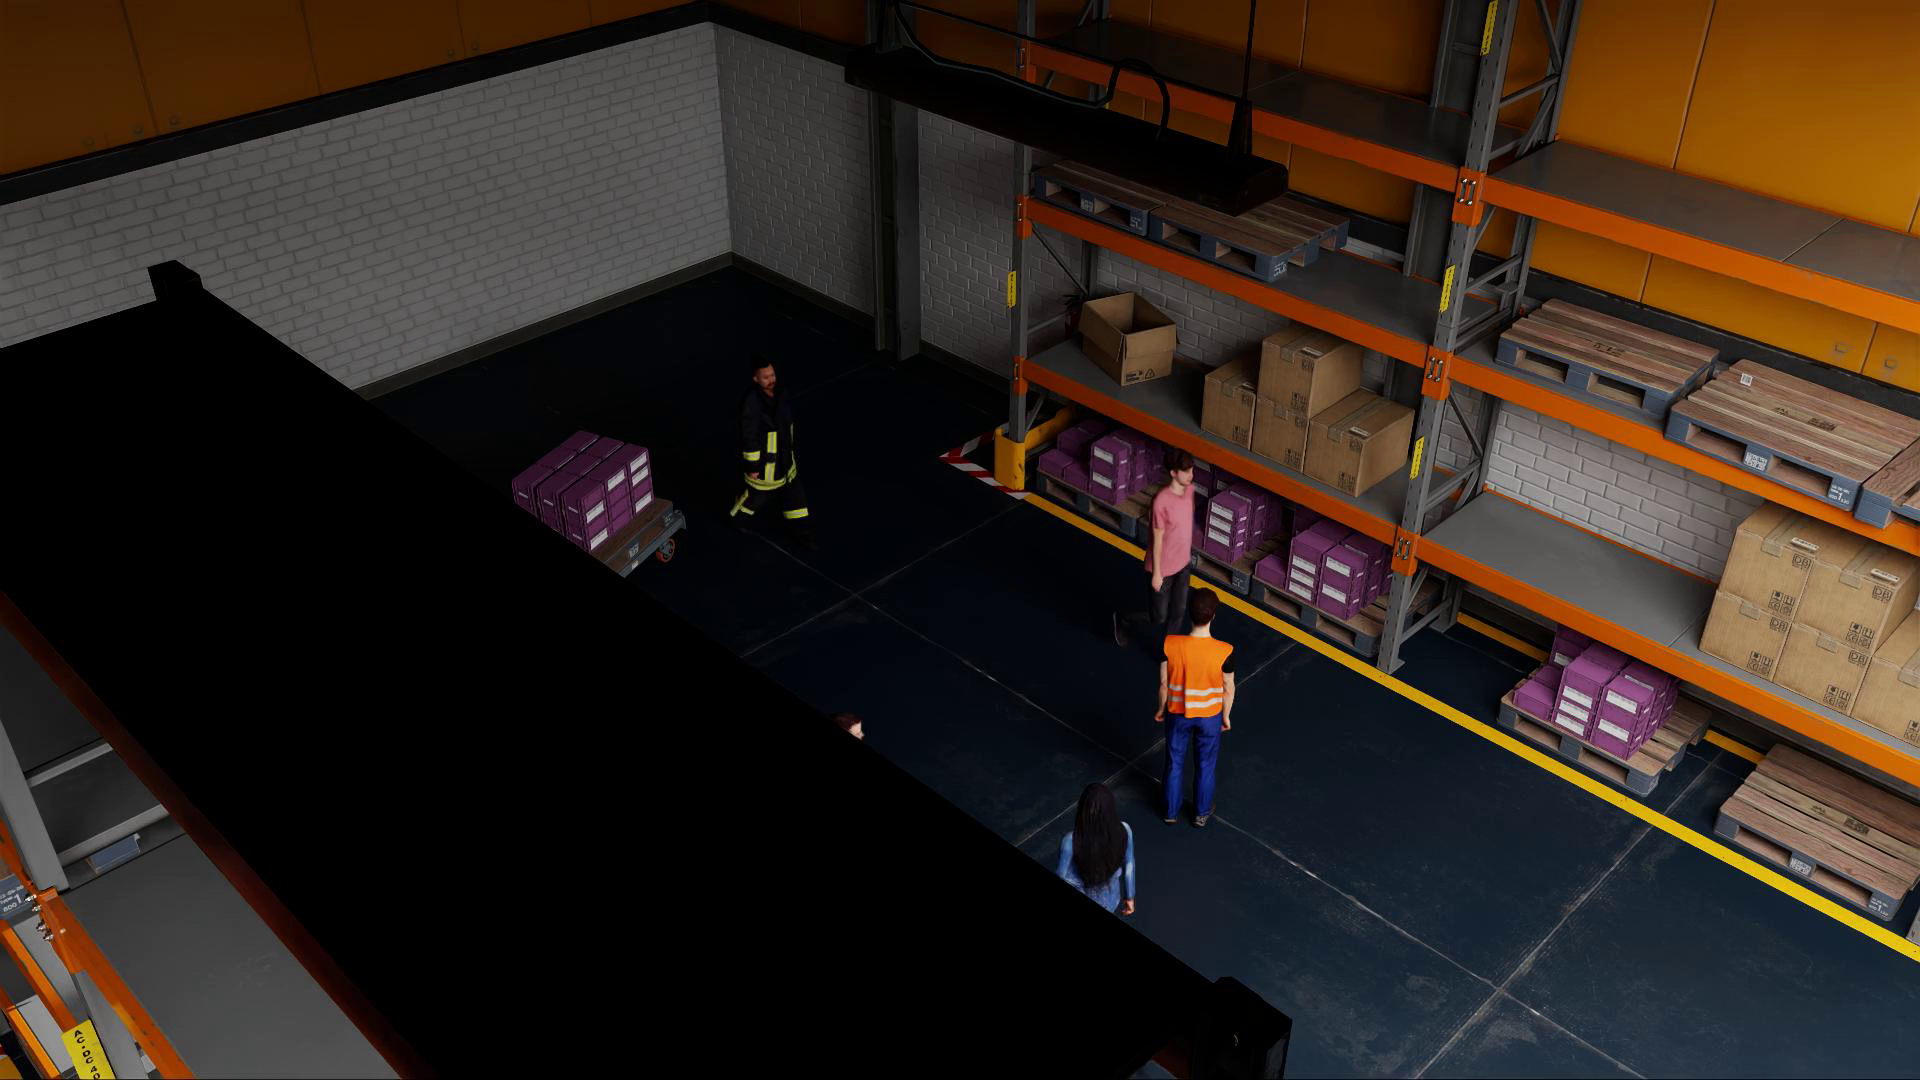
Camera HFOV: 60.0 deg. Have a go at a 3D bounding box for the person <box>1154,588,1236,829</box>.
[{"bbox_3d":[1.571,1.152,11.165,0.756,1.882,0.849,6,34,9],"label":"person"}]

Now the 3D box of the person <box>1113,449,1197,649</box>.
[{"bbox_3d":[1.511,0.152,12.613,0.952,1.945,0.633,28,43,35],"label":"person"}]

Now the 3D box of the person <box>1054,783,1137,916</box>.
[{"bbox_3d":[0.809,2.191,9.770,0.781,1.695,0.817,-12,35,-18],"label":"person"}]

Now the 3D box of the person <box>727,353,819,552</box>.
[{"bbox_3d":[-1.690,-0.772,14.103,1.162,1.834,0.818,25,41,32],"label":"person"}]
